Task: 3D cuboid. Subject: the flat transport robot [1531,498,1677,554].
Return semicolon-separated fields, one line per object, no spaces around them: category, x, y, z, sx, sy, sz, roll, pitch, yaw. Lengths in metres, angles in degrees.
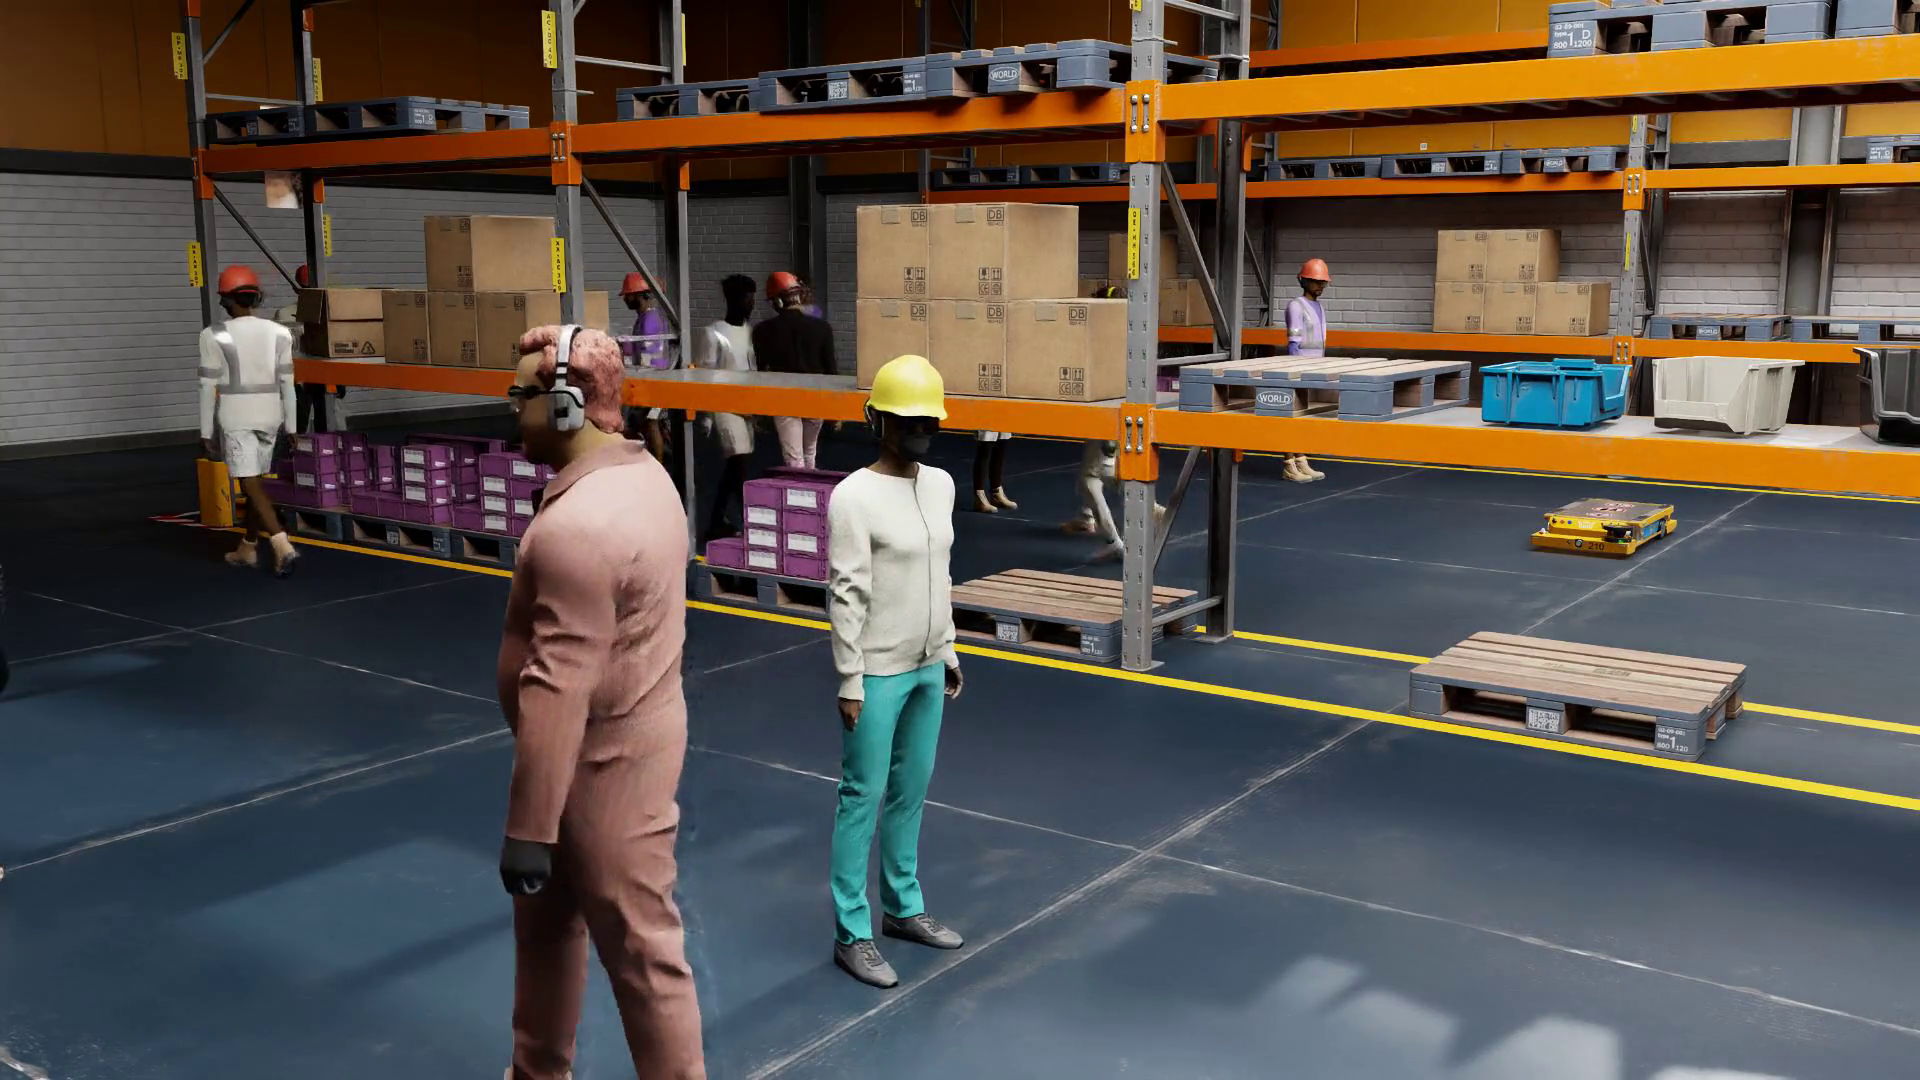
flat transport robot;4.663;-0.116;11.991;0.652;0.197;1.431;7;12;35

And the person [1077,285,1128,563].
person;1.023;-0.754;11.061;0.486;1.857;0.503;7;12;36

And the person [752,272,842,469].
person;-1.200;-0.969;12.093;0.645;1.930;1.003;-4;10;-22

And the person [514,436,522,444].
person;-4.632;-1.935;18.375;0.596;1.778;0.941;5;11;29

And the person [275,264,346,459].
person;-5.671;-1.409;14.570;0.390;1.990;0.623;7;12;35

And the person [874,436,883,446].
person;-0.677;-1.866;17.862;0.950;1.809;0.511;9;13;44

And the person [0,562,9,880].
person;-3.211;0.306;4.965;0.662;1.801;0.827;-2;10;-9

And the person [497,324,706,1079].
person;-0.898;0.493;3.552;0.785;1.881;0.673;0;10;-2

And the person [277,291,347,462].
person;-6.343;-1.642;16.216;0.625;1.897;0.819;7;12;35

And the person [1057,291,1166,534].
person;1.116;-0.901;12.090;0.840;1.816;0.616;4;11;25

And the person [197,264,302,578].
person;-4.536;-0.761;10.689;0.985;2.011;0.618;7;12;37

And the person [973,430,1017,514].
person;0.292;-1.069;13.417;0.317;1.698;0.540;7;12;35

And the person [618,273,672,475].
person;-2.790;-1.409;14.794;0.450;1.917;0.562;-3;10;-17

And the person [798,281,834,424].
person;-1.958;-2.350;20.812;0.556;1.782;1.034;-7;12;-36

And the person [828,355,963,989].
person;-0.162;0.360;4.717;0.322;1.765;0.533;7;12;35

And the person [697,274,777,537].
person;-1.557;-0.939;11.961;0.828;1.929;0.631;6;11;32

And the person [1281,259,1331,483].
person;3.197;-1.544;15.230;0.386;2.039;0.615;7;12;35
